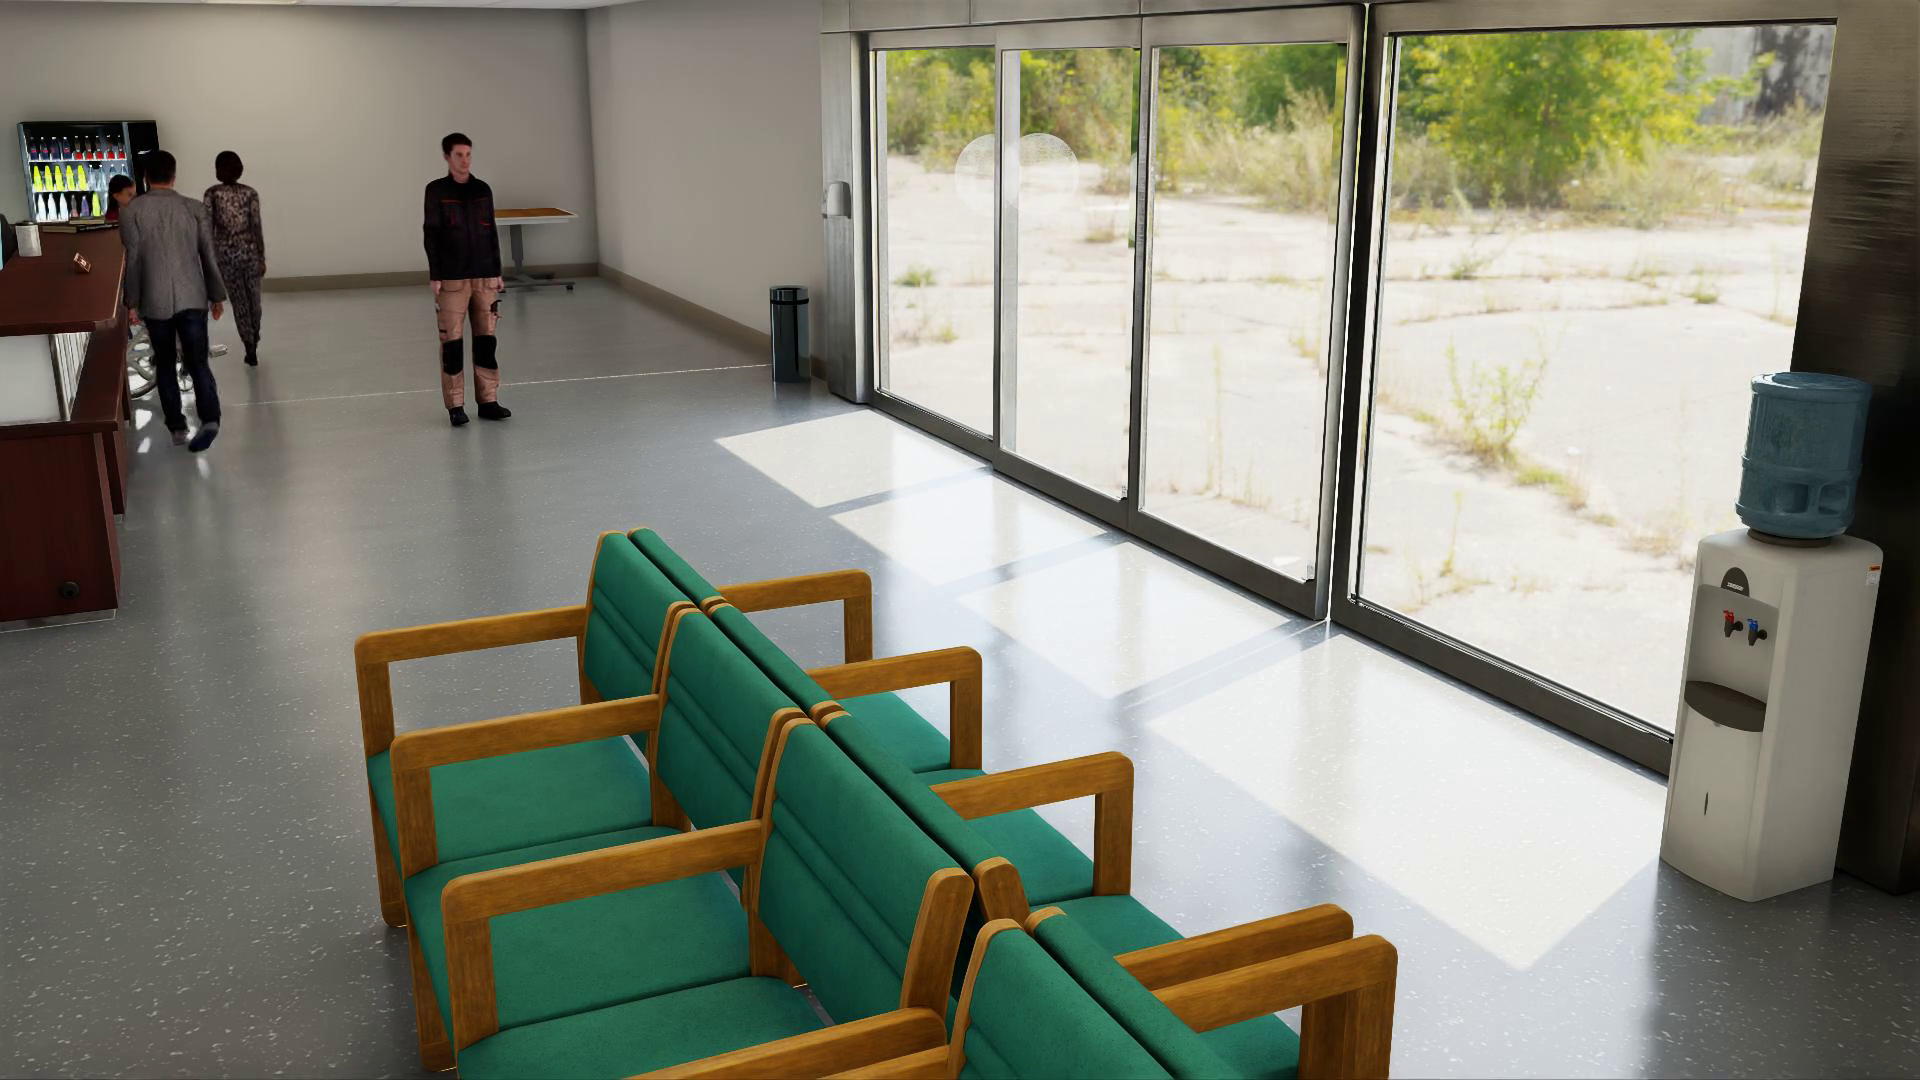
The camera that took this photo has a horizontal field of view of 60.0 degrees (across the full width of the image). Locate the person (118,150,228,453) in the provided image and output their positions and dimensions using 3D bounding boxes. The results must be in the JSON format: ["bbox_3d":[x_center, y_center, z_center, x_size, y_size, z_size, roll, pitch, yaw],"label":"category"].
[{"bbox_3d":[-4.803,-1.417,10.185,1.071,1.829,0.787,-8,18,-27],"label":"person"}]

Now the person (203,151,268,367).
[{"bbox_3d":[-5.771,-2.220,13.304,1.024,1.682,0.708,-9,18,-29],"label":"person"}]

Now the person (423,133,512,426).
[{"bbox_3d":[-3.336,-1.762,11.232,0.647,1.924,0.820,-13,21,-39],"label":"person"}]

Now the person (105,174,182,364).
[{"bbox_3d":[-6.664,-2.089,13.130,0.987,1.517,0.818,-2,16,-8],"label":"person"}]
